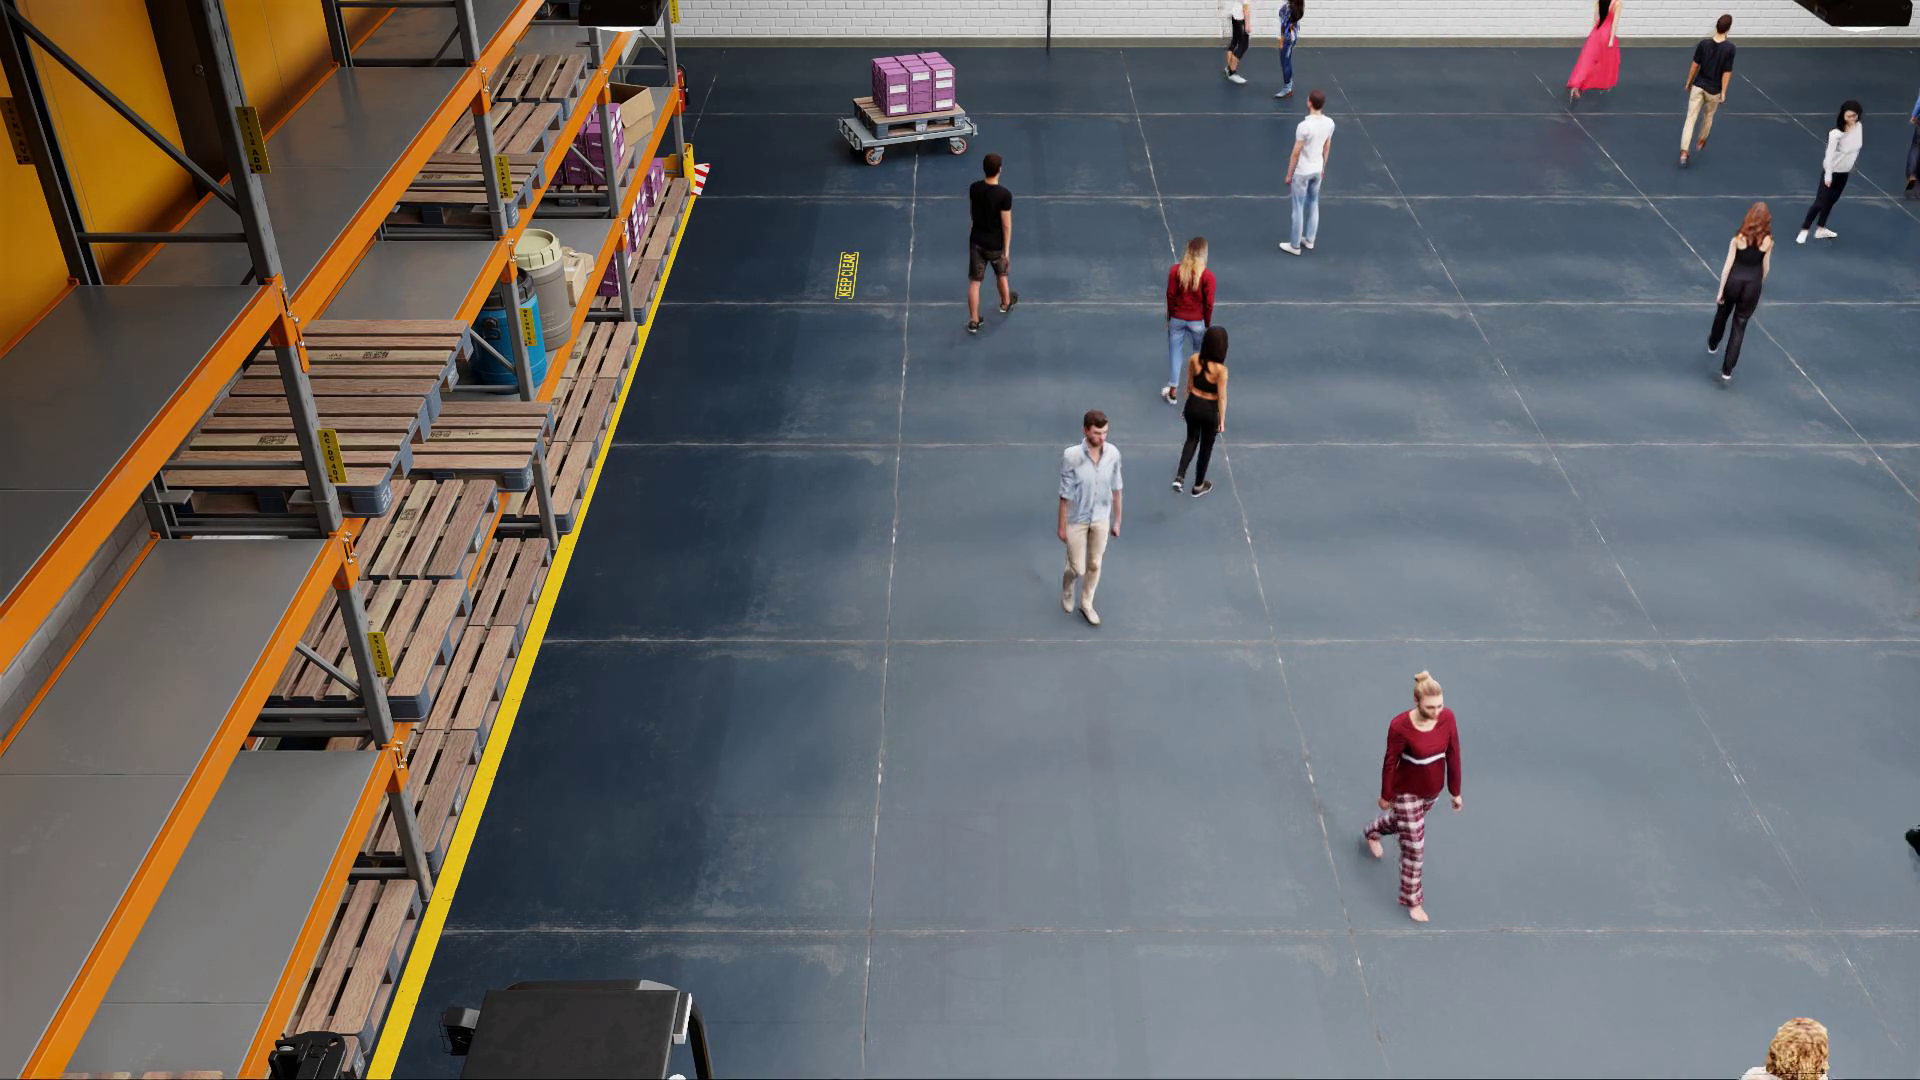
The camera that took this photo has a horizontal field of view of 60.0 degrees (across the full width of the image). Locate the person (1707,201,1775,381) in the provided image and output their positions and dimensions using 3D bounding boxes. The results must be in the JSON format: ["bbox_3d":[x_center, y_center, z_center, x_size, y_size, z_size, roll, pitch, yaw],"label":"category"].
[{"bbox_3d":[7.565,-2.372,16.077,0.843,1.699,1.233,10,35,15],"label":"person"}]

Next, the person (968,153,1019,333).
[{"bbox_3d":[0.237,-2.978,16.879,0.977,1.820,1.198,14,36,19],"label":"person"}]

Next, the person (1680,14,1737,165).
[{"bbox_3d":[9.323,-5.600,20.835,1.047,1.808,1.254,18,38,25],"label":"person"}]

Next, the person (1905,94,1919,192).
[{"bbox_3d":[11.781,-5.093,20.086,1.015,1.792,1.231,17,37,23],"label":"person"}]

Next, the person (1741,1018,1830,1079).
[{"bbox_3d":[3.899,2.985,8.054,0.681,1.658,0.813,-5,34,-8],"label":"person"}]

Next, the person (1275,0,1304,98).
[{"bbox_3d":[4.542,-6.941,23.033,0.817,1.609,0.635,19,38,26],"label":"person"}]

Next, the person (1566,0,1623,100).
[{"bbox_3d":[8.751,-6.857,22.840,1.062,1.681,1.099,-21,39,-29],"label":"person"}]

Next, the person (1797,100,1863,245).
[{"bbox_3d":[9.944,-4.195,18.839,0.767,1.678,0.803,28,43,35],"label":"person"}]

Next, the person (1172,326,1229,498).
[{"bbox_3d":[2.019,-1.048,14.146,0.781,1.632,0.863,23,40,30],"label":"person"}]

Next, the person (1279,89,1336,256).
[{"bbox_3d":[3.878,-4.087,18.520,0.749,1.851,0.764,-19,38,-26],"label":"person"}]

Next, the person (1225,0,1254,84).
[{"bbox_3d":[3.971,-7.448,23.602,0.933,1.823,0.432,-6,34,-9],"label":"person"}]

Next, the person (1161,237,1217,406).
[{"bbox_3d":[2.137,-2.047,15.665,0.719,1.614,0.835,5,34,8],"label":"person"}]

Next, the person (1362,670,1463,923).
[{"bbox_3d":[2.786,1.488,10.303,0.889,1.662,1.122,-13,36,-18],"label":"person"}]

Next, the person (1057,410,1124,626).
[{"bbox_3d":[0.942,-0.206,12.696,0.757,1.835,0.786,-10,35,-15],"label":"person"}]
